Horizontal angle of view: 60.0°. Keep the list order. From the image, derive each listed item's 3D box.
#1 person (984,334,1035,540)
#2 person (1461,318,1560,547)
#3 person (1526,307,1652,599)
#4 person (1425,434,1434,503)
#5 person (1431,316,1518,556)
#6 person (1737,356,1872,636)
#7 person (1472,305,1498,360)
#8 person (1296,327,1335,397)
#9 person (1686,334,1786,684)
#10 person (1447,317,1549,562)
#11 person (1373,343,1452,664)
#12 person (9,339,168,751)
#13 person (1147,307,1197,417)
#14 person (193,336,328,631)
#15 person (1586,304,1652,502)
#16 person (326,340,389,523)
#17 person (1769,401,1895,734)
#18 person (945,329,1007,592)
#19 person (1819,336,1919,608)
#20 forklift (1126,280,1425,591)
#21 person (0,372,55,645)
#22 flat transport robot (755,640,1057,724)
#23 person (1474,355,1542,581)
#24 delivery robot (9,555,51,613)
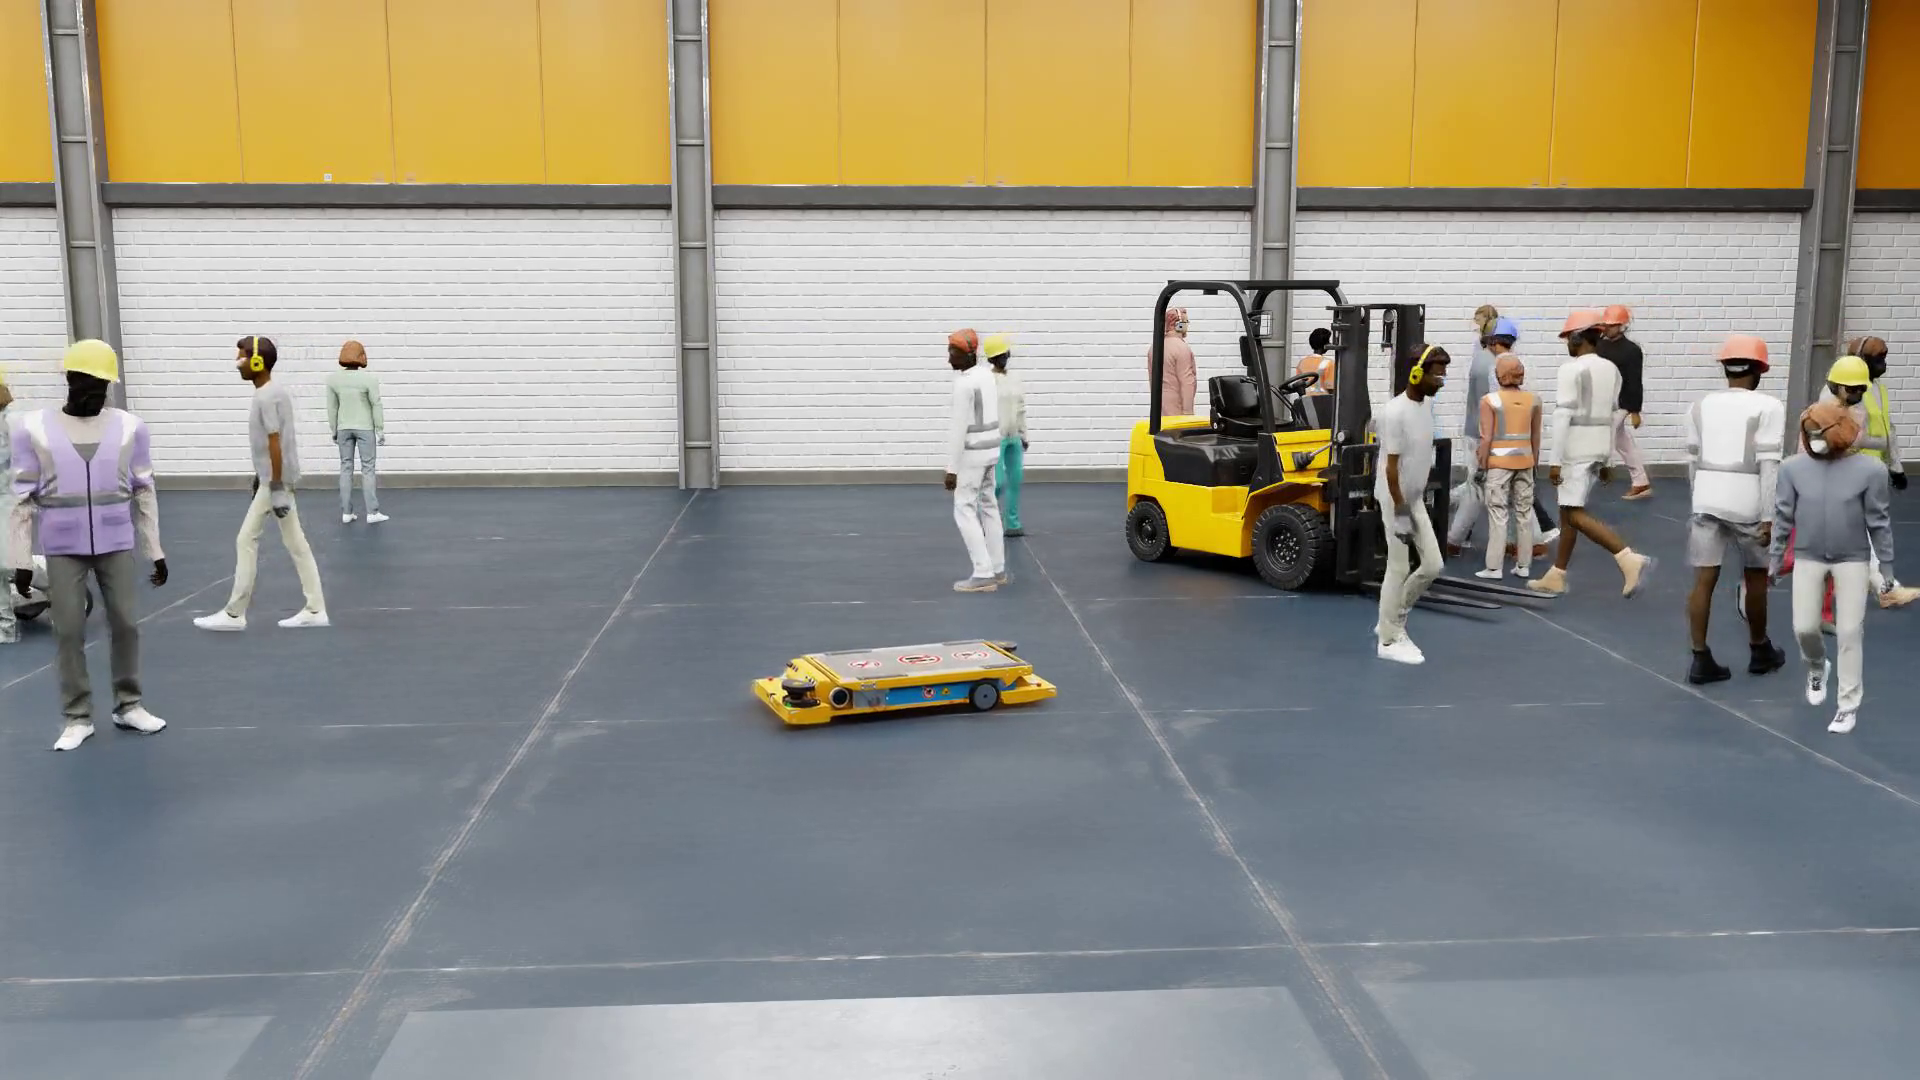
[{"bbox_3d":[0.378,-0.839,13.862,0.327,1.740,0.690,8,12,43],"label":"person"},{"bbox_3d":[4.390,-0.846,13.420,0.969,1.893,0.596,4,10,25],"label":"person"},{"bbox_3d":[4.324,-0.572,11.290,0.641,2.002,0.846,-7,11,-37],"label":"person"},{"bbox_3d":[3.771,-0.840,13.932,0.368,1.678,0.592,4,10,24],"label":"person"},{"bbox_3d":[4.044,-0.801,13.022,0.880,1.908,0.631,3,10,20],"label":"person"},{"bbox_3d":[5.247,-0.276,10.240,0.557,1.738,0.640,-6,11,-32],"label":"person"},{"bbox_3d":[5.322,-1.398,16.749,0.412,1.923,0.631,-1,9,-4],"label":"person"},{"bbox_3d":[3.598,-1.297,16.809,0.319,1.693,0.539,-5,10,-27],"label":"person"},{"bbox_3d":[4.290,-0.177,9.141,0.872,1.887,0.574,-7,12,-38],"label":"person"},{"bbox_3d":[4.148,-0.766,12.892,0.866,1.895,0.603,7,11,36],"label":"person"},{"bbox_3d":[2.544,-0.191,9.387,0.455,1.835,0.563,8,12,41],"label":"person"},{"bbox_3d":[-4.117,0.024,7.847,0.648,1.904,0.390,-6,11,-35],"label":"person"},{"bbox_3d":[2.051,-1.252,15.841,0.410,1.909,0.642,-4,10,-25],"label":"person"},{"bbox_3d":[-4.399,-0.338,10.349,0.884,1.821,0.542,-2,9,-12],"label":"person"},{"bbox_3d":[6.388,-1.322,16.221,1.068,1.943,0.620,-2,9,-11],"label":"person"},{"bbox_3d":[-5.398,-0.965,14.894,0.507,1.632,0.276,1,9,7],"label":"person"},{"bbox_3d":[4.313,0.112,8.210,0.567,1.602,0.531,7,11,36],"label":"person"},{"bbox_3d":[0.149,-0.563,11.732,0.339,1.845,0.783,5,10,28],"label":"person"},{"bbox_3d":[6.112,-0.458,11.176,0.648,1.794,0.937,-7,11,-35],"label":"person"},{"bbox_3d":[2.301,-0.860,12.475,1.214,2.155,2.313,-6,11,-35],"label":"forklift"},{"bbox_3d":[-5.695,-0.224,9.969,0.483,1.730,0.528,4,10,22],"label":"person"},{"bbox_3d":[-0.283,0.717,8.596,1.431,0.197,0.652,-3,10,-21],"label":"flat transport robot"},{"bbox_3d":[3.972,-0.516,12.067,0.514,1.636,0.315,-2,9,-15],"label":"person"},{"bbox_3d":[-5.891,0.250,10.347,0.477,0.478,0.707,4,10,23],"label":"delivery robot"}]
